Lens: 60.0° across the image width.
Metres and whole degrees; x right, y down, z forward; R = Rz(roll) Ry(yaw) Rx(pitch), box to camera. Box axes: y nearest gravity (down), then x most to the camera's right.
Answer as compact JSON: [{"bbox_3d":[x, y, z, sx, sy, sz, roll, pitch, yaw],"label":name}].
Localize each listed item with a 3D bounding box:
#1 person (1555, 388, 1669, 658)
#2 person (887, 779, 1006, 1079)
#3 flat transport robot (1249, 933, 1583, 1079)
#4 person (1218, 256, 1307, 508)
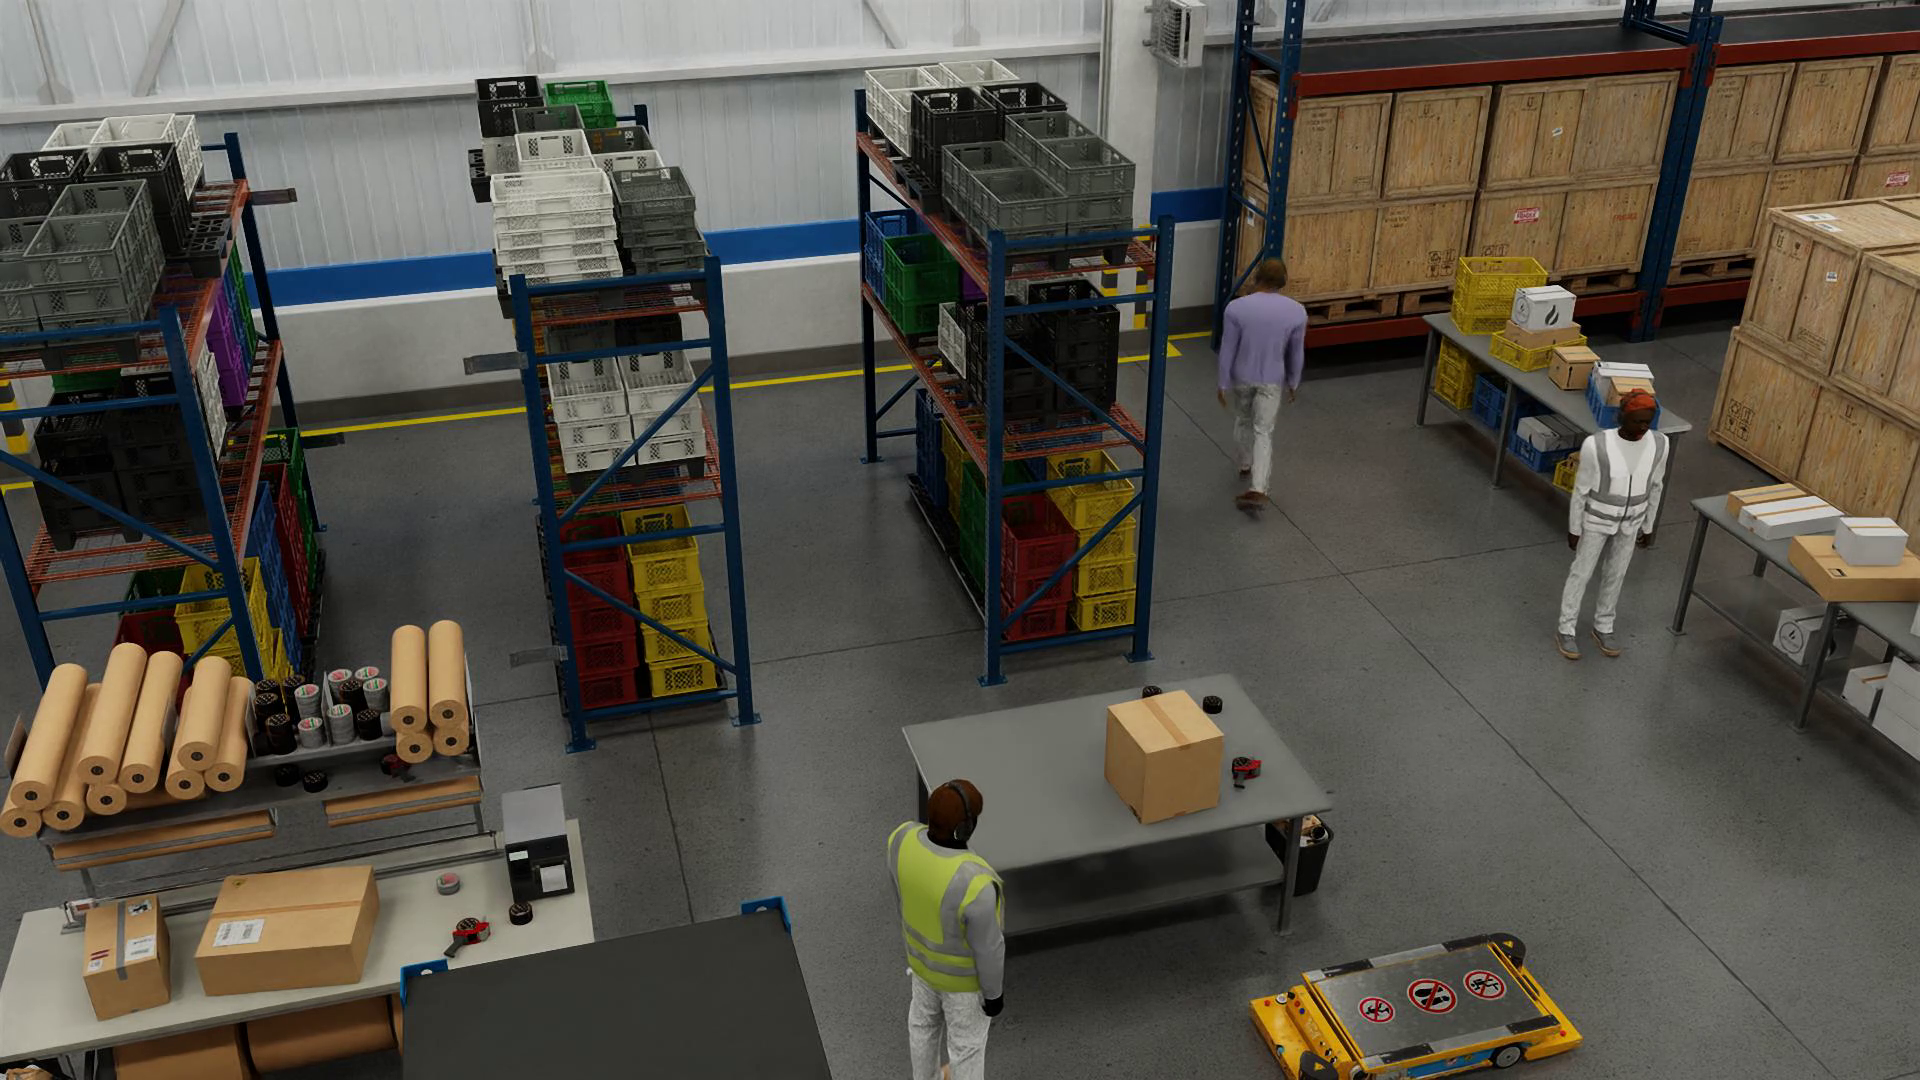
[{"bbox_3d":[4.177,-0.102,10.667,0.566,1.878,0.354,-2,29,-4],"label":"person"},{"bbox_3d":[-0.023,1.813,7.218,0.429,1.841,0.625,-24,37,-36],"label":"person"},{"bbox_3d":[2.184,2.282,7.980,1.431,0.197,0.652,-8,30,-14],"label":"flat transport robot"},{"bbox_3d":[2.269,-1.194,12.645,0.630,1.899,0.928,6,29,11],"label":"person"}]
